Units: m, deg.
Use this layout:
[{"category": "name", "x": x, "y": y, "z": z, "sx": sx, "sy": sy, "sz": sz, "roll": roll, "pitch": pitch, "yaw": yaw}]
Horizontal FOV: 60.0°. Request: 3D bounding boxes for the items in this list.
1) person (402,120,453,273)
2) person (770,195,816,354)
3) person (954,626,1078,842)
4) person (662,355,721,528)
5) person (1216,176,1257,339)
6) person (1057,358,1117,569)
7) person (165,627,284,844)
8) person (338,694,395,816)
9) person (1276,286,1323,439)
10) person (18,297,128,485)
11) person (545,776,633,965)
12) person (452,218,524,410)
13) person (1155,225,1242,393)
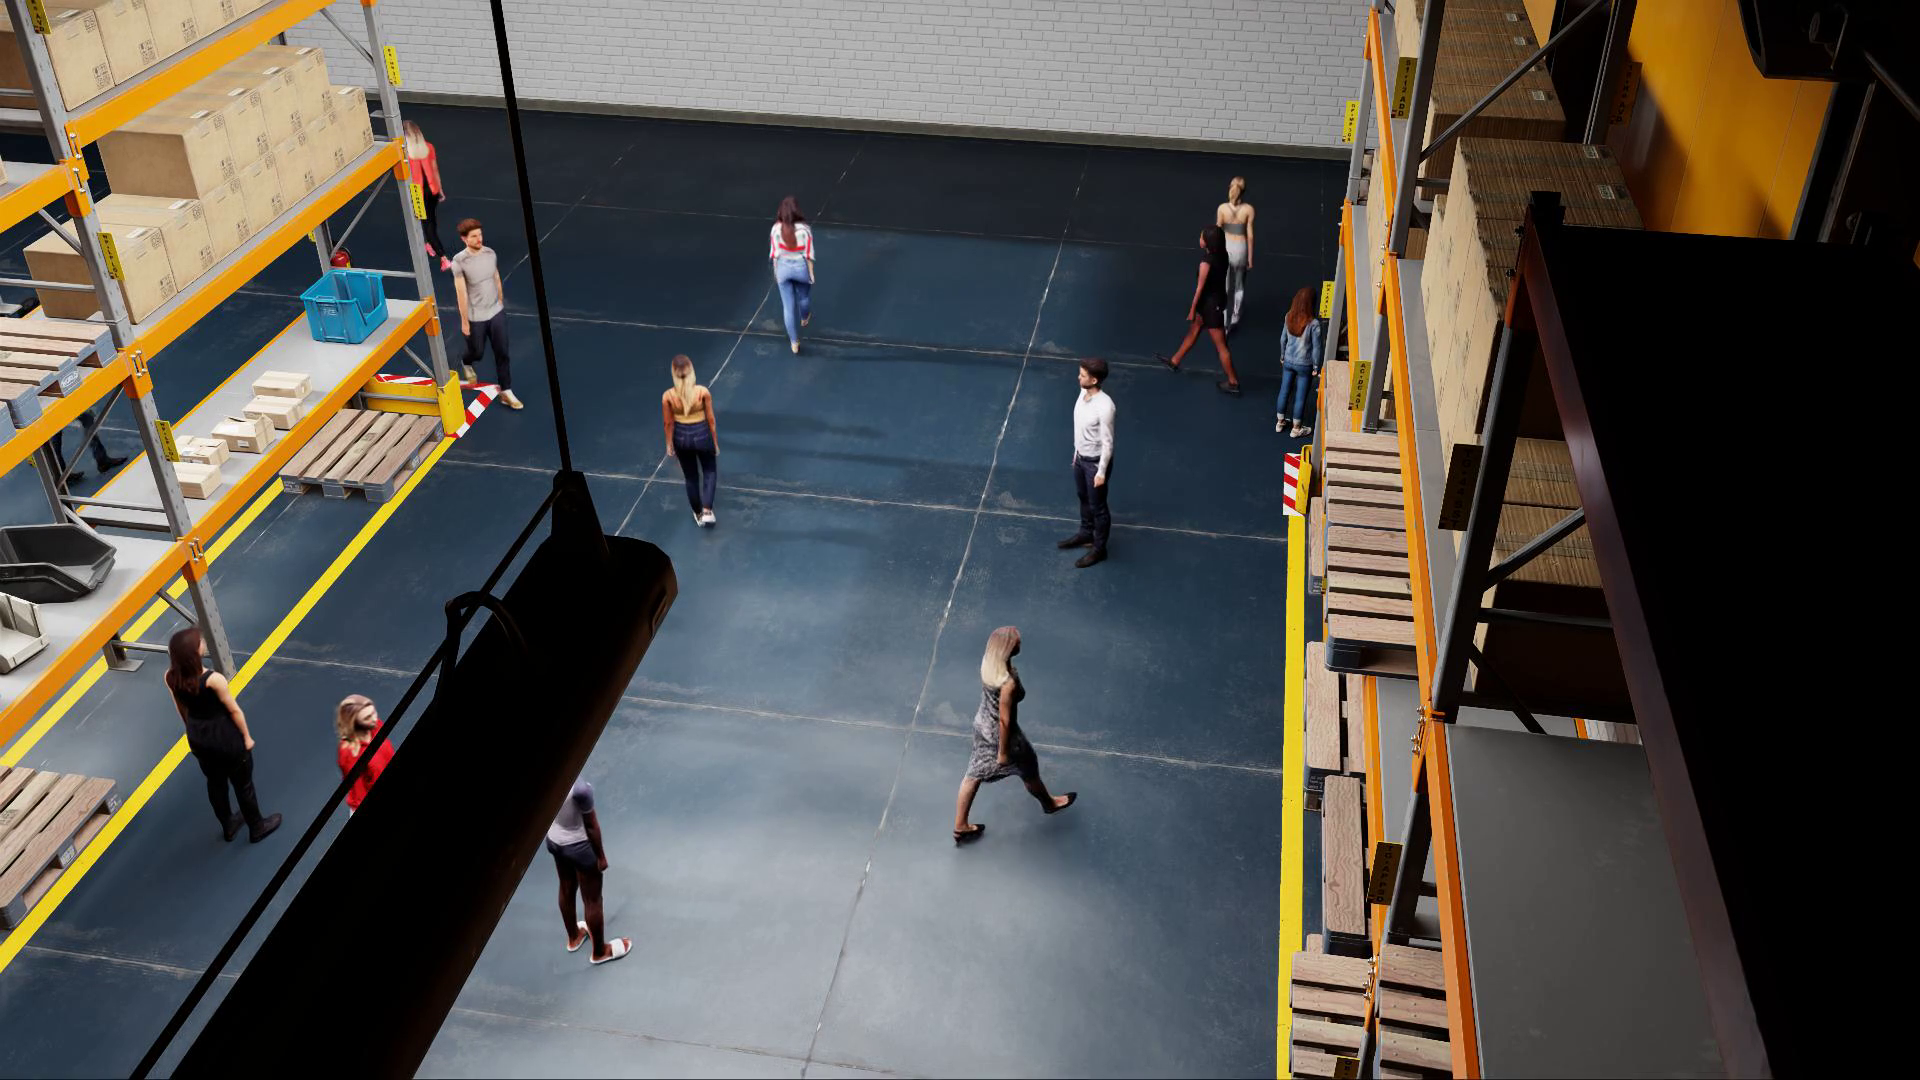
[{"category": "person", "x": -5.880, "y": -3.760, "z": 18.342, "sx": 1.140, "sy": 1.652, "sz": 1.127, "roll": -26, "pitch": 42, "yaw": -34}, {"category": "person", "x": -1.684, "y": -2.649, "z": 16.740, "sx": 0.738, "sy": 1.577, "sz": 1.057, "roll": -1, "pitch": 34, "yaw": -1}, {"category": "person", "x": 0.155, "y": 1.294, "z": 10.734, "sx": 1.065, "sy": 1.659, "sz": 1.117, "roll": -14, "pitch": 36, "yaw": -20}, {"category": "person", "x": -2.223, "y": -0.771, "z": 13.874, "sx": 0.706, "sy": 1.622, "sz": 0.769, "roll": -5, "pitch": 34, "yaw": -7}, {"category": "person", "x": 2.760, "y": -2.845, "z": 16.936, "sx": 0.654, "sy": 1.686, "sz": 0.862, "roll": 10, "pitch": 35, "yaw": 14}, {"category": "person", "x": 1.086, "y": -0.662, "z": 13.487, "sx": 0.774, "sy": 1.867, "sz": 0.681, "roll": -12, "pitch": 35, "yaw": -17}, {"category": "person", "x": -4.803, "y": 1.271, "z": 10.741, "sx": 0.574, "sy": 1.689, "sz": 0.537, "roll": 6, "pitch": 34, "yaw": 9}, {"category": "person", "x": -3.577, "y": 1.622, "z": 10.199, "sx": 0.671, "sy": 1.703, "sz": 0.439, "roll": 6, "pitch": 34, "yaw": 9}, {"category": "person", "x": 3.117, "y": -1.648, "z": 15.325, "sx": 0.643, "sy": 1.475, "sz": 0.666, "roll": 29, "pitch": 43, "yaw": 36}, {"category": "person", "x": -7.947, "y": -1.238, "z": 14.456, "sx": 0.858, "sy": 1.755, "sz": 0.976, "roll": 19, "pitch": 38, "yaw": 26}, {"category": "person", "x": -2.294, "y": 1.809, "z": 9.903, "sx": 0.695, "sy": 1.721, "sz": 0.702, "roll": 23, "pitch": 40, "yaw": 31}, {"category": "person", "x": -4.557, "y": -2.153, "z": 15.724, "sx": 1.124, "sy": 1.874, "sz": 1.117, "roll": -28, "pitch": 43, "yaw": -35}, {"category": "person", "x": 2.490, "y": -2.159, "z": 15.902, "sx": 0.939, "sy": 1.688, "sz": 1.184, "roll": 19, "pitch": 38, "yaw": 26}]
